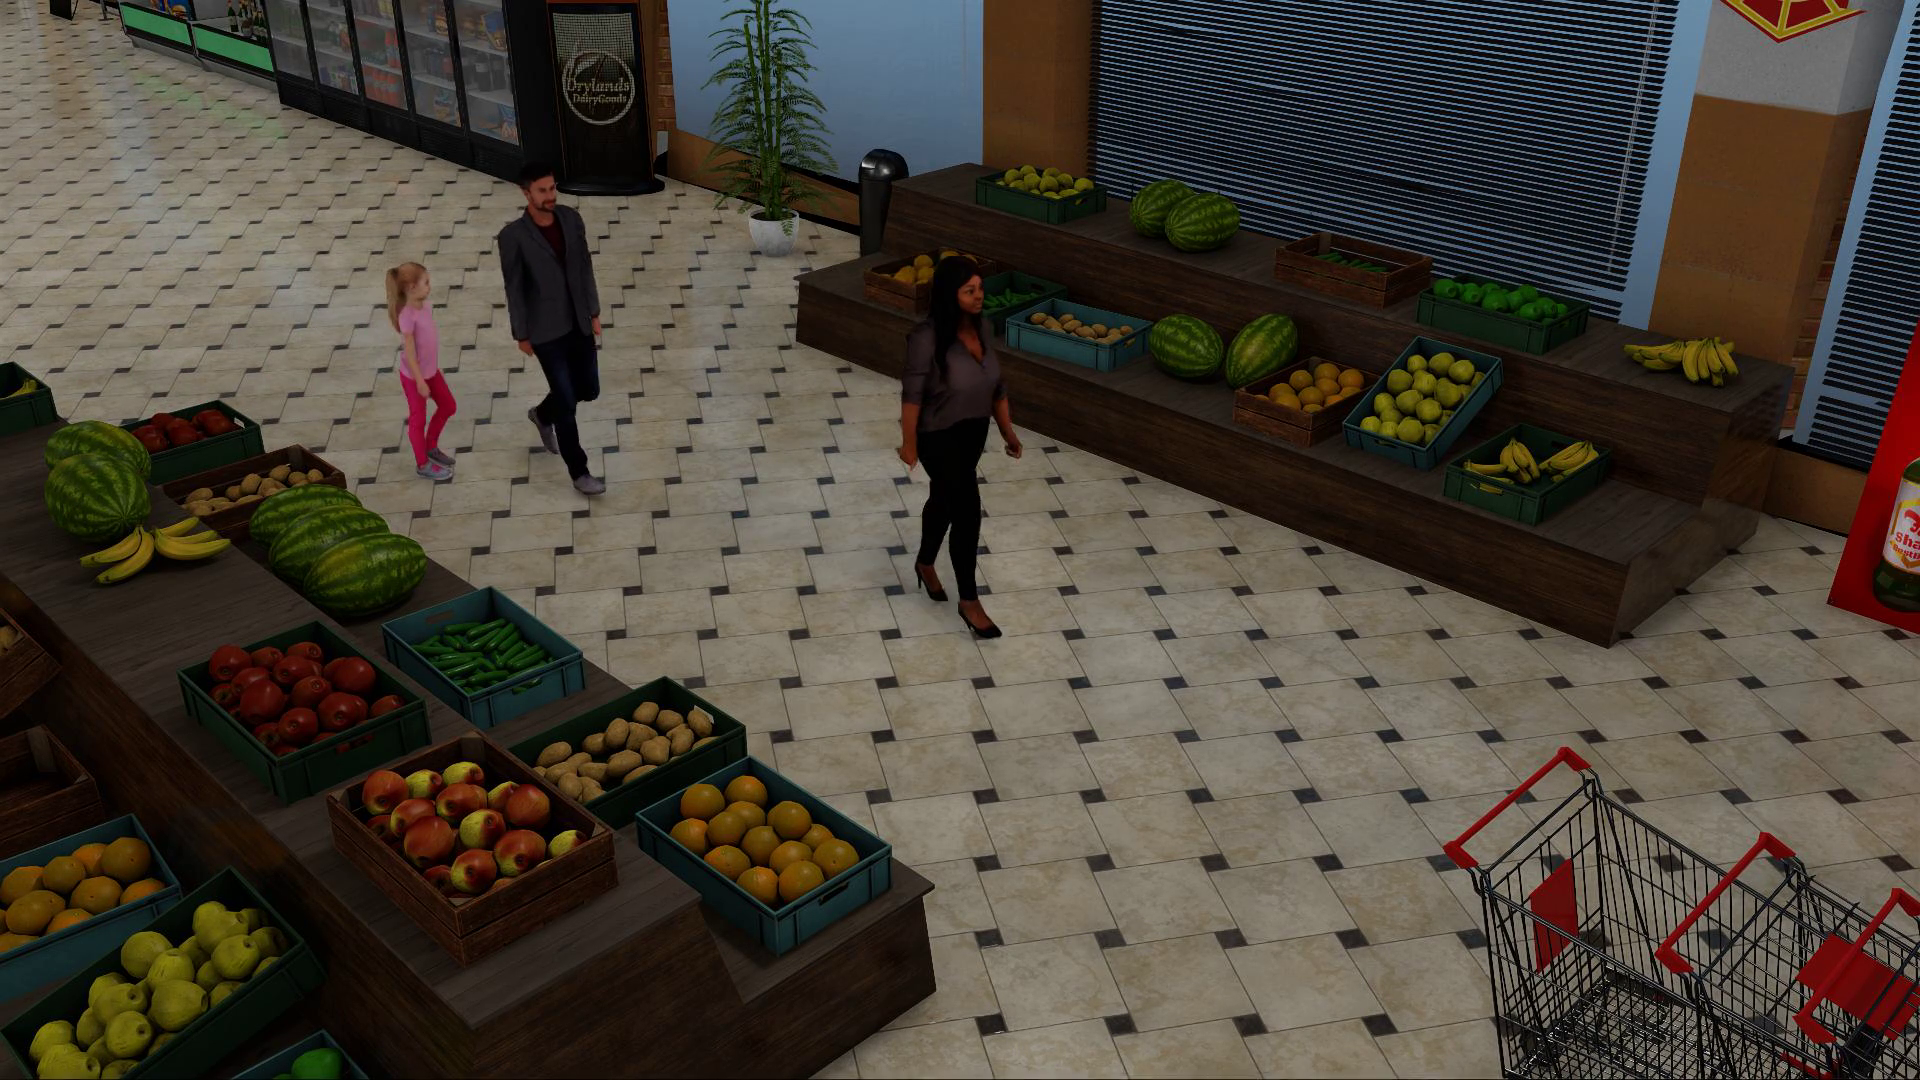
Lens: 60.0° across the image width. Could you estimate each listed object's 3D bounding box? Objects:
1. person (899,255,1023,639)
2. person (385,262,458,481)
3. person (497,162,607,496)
[{"bbox_3d":[-0.120,-0.473,7.870,0.950,1.815,0.700,20,33,34],"label":"person"},{"bbox_3d":[-3.115,-0.964,9.441,0.649,1.269,0.604,5,27,10],"label":"person"},{"bbox_3d":[-2.272,-1.195,9.256,1.084,1.849,0.753,22,34,36],"label":"person"}]
